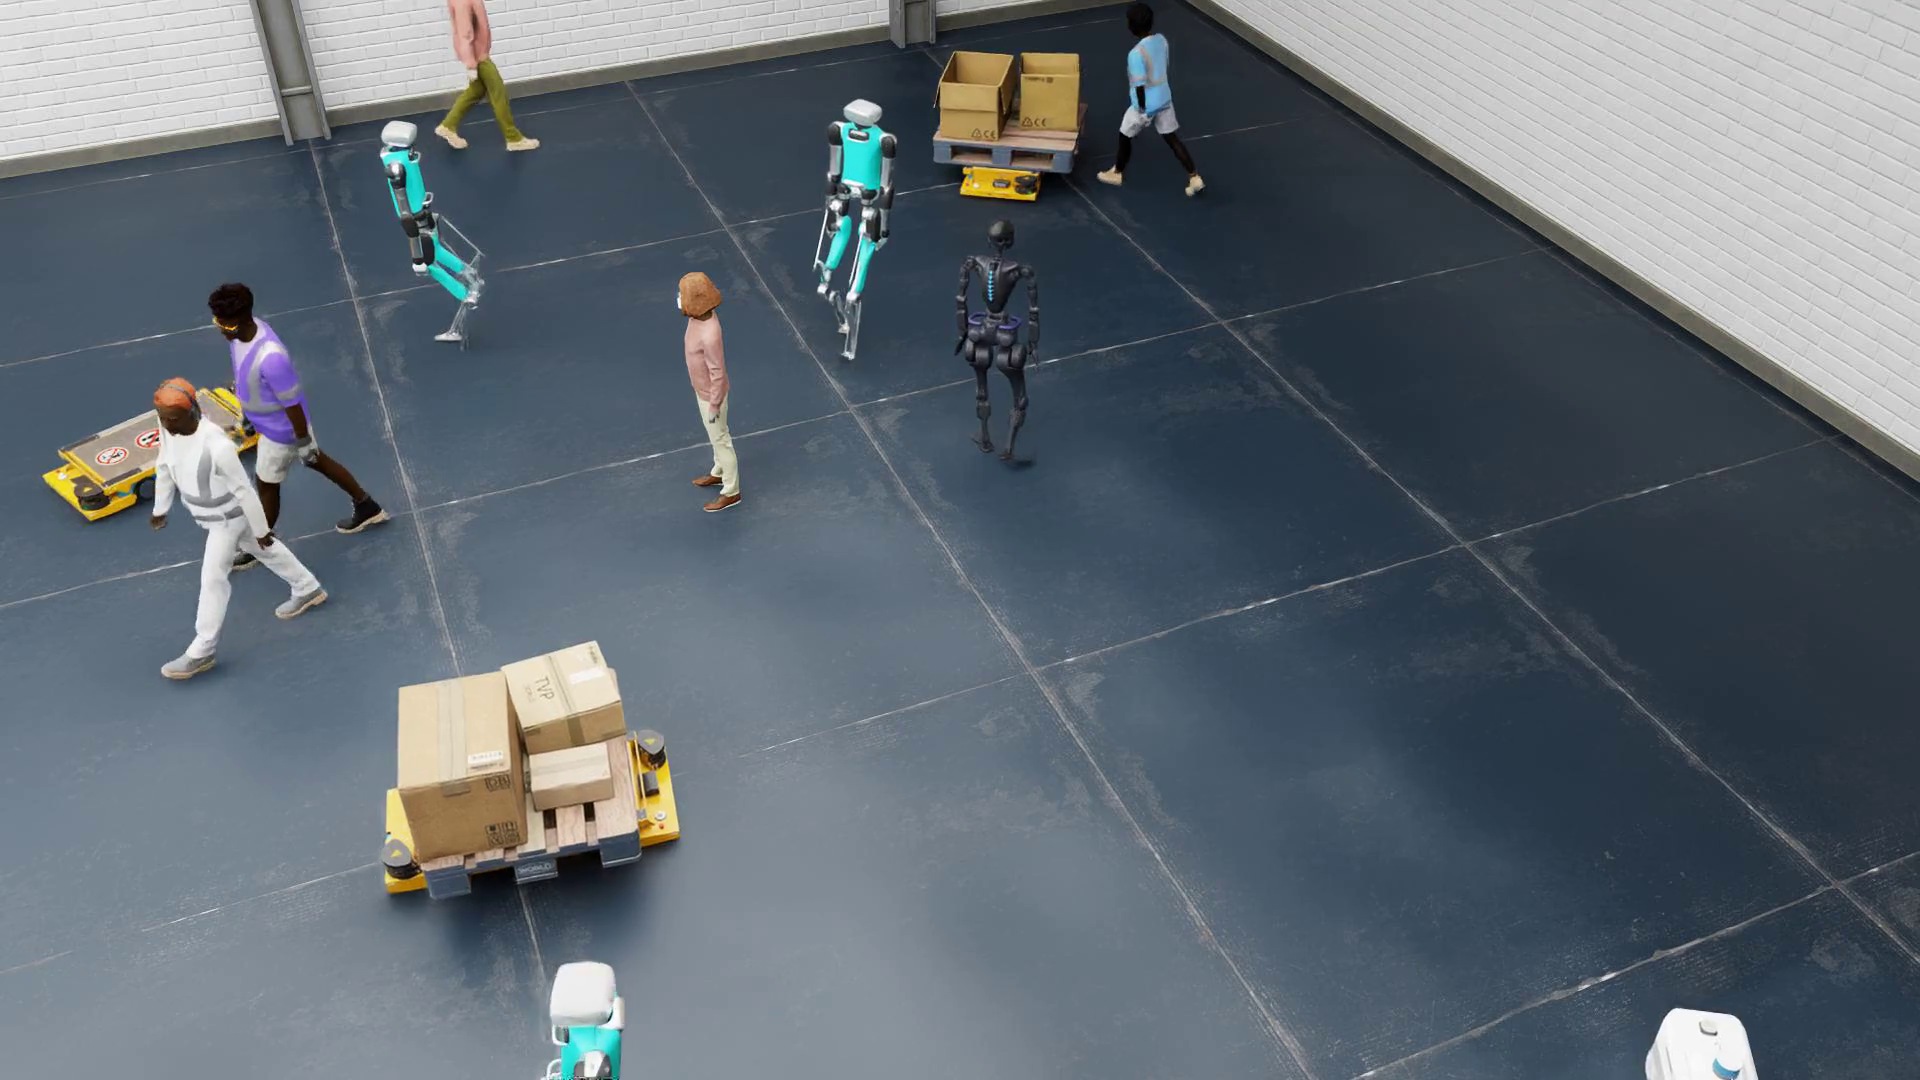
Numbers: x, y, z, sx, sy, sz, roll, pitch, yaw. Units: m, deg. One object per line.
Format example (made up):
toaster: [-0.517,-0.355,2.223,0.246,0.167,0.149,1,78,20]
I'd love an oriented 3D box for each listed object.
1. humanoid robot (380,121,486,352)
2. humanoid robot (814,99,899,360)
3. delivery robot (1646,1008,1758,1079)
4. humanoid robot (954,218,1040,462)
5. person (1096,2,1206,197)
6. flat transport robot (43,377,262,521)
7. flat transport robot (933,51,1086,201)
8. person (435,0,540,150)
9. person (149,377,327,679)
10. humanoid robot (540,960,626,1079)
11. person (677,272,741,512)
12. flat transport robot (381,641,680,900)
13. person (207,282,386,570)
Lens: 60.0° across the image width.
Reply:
humanoid robot: [-3.658,-2.080,11.842,0.647,1.881,0.545,-4,38,-6]
humanoid robot: [-0.806,-2.139,11.944,0.554,1.893,0.783,15,40,19]
delivery robot: [3.139,2.383,6.952,0.499,0.613,0.796,5,38,7]
humanoid robot: [0.225,-1.266,10.773,0.609,1.645,0.480,13,39,16]
person: [1.662,-3.661,13.921,0.967,1.629,0.537,25,44,29]
flat transport robot: [-5.271,-0.627,11.090,0.659,0.231,1.431,29,46,32]
flat transport robot: [0.445,-3.401,14.701,0.659,0.231,1.431,6,38,8]
person: [-4.282,-4.258,14.556,0.849,1.810,0.528,-7,38,-10]
person: [-4.109,-0.131,9.173,1.040,1.819,0.601,-31,47,-33]
humanoid robot: [-1.519,2.216,6.177,1.010,1.726,0.549,-6,38,-8]
person: [-1.570,-0.930,10.362,0.273,1.632,0.507,-12,39,-15]
flat transport robot: [-2.189,1.371,8.489,1.431,0.231,0.659,-9,38,-11]
person: [-4.059,-0.711,9.858,0.988,1.904,0.606,-17,41,-21]
